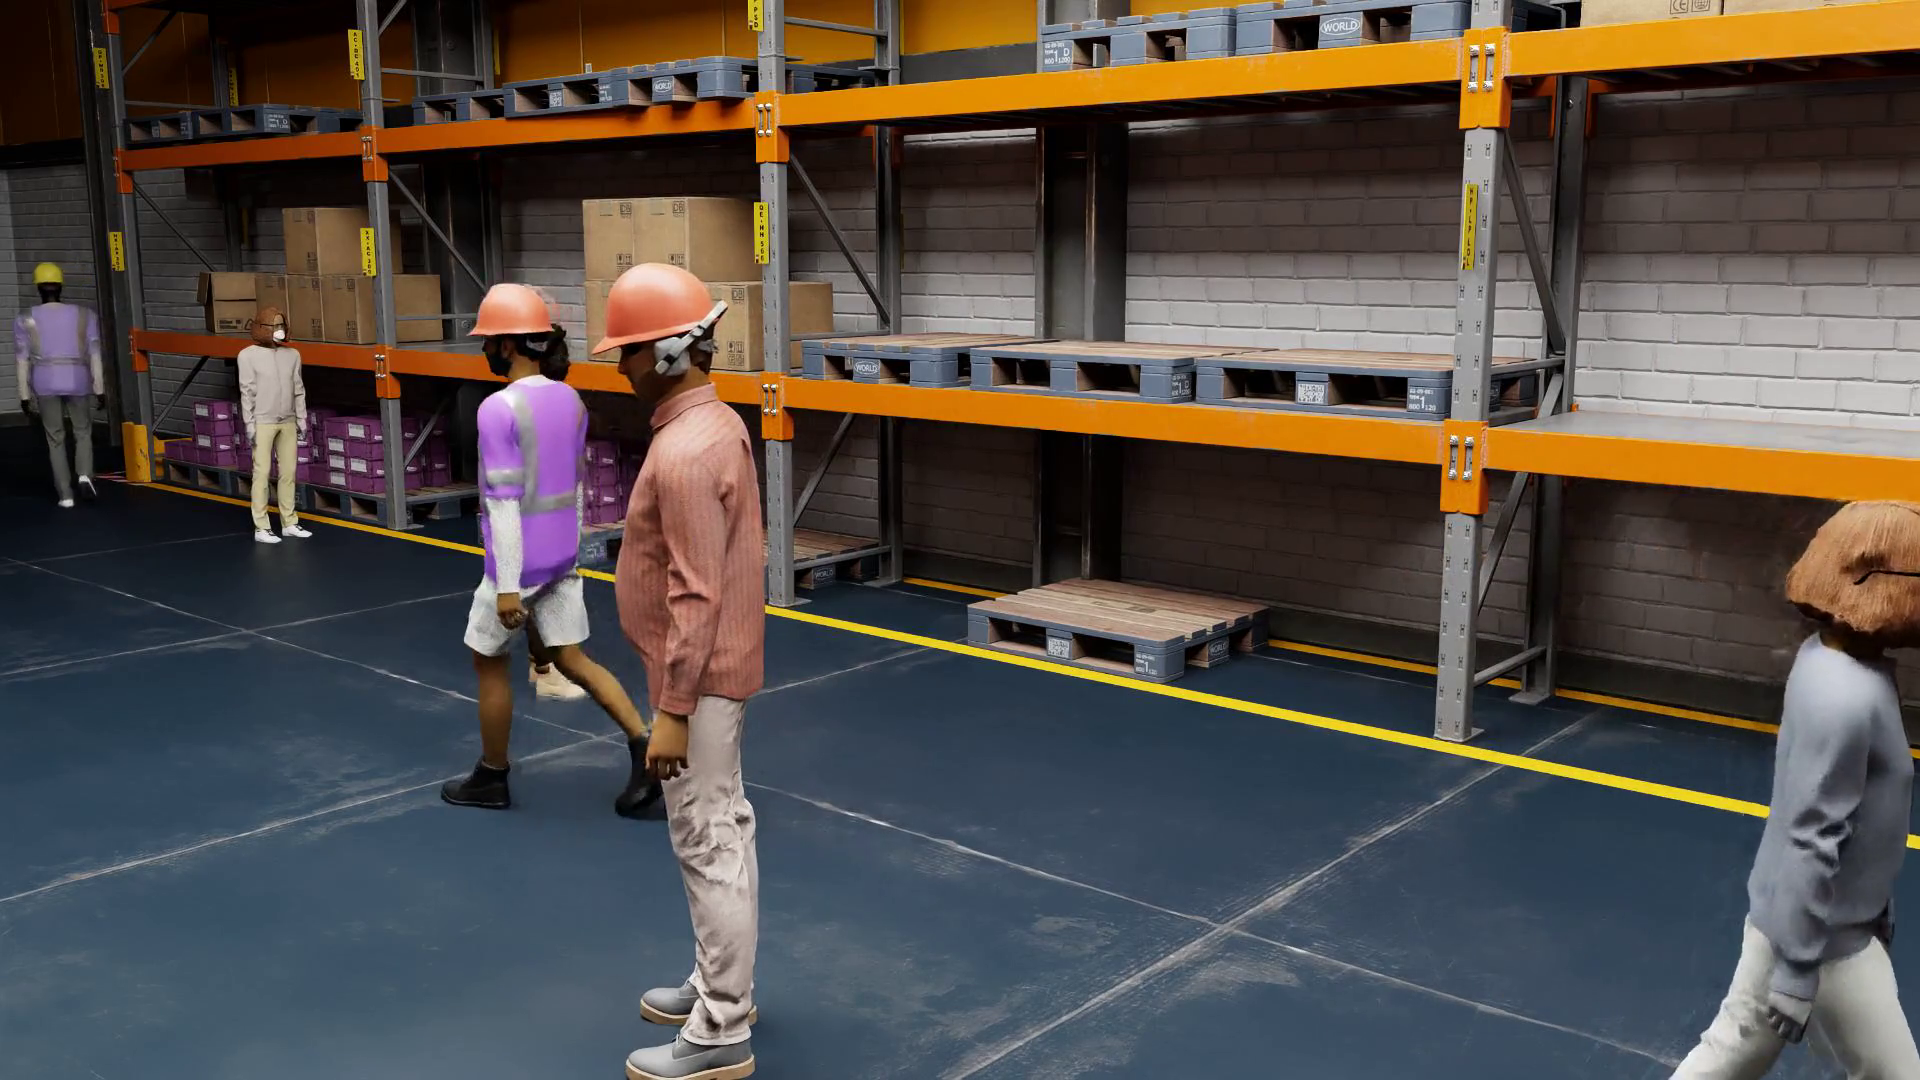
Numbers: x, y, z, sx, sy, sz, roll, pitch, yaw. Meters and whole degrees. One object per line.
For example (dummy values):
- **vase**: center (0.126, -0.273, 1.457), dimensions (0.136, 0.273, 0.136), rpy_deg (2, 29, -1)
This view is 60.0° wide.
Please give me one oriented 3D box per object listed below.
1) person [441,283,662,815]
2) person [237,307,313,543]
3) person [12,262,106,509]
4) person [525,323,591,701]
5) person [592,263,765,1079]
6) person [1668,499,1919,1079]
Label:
- **person**: center (-1.443, 0.056, 5.860), dimensions (0.899, 1.911, 0.552), rpy_deg (4, 11, 20)
- **person**: center (-4.728, -0.794, 11.488), dimensions (0.282, 1.625, 0.492), rpy_deg (6, 12, 32)
- **person**: center (-6.970, -1.188, 12.885), dimensions (0.605, 1.916, 0.420), rpy_deg (-7, 12, -35)
- **person**: center (-1.853, -0.128, 7.490), dimensions (0.318, 1.696, 0.536), rpy_deg (-3, 10, -18)
- **person**: center (-0.667, 0.330, 4.054), dimensions (0.392, 1.986, 0.611), rpy_deg (0, 10, -2)
- **person**: center (1.622, 0.705, 3.046), dimensions (0.847, 1.582, 0.518), rpy_deg (5, 11, 26)
